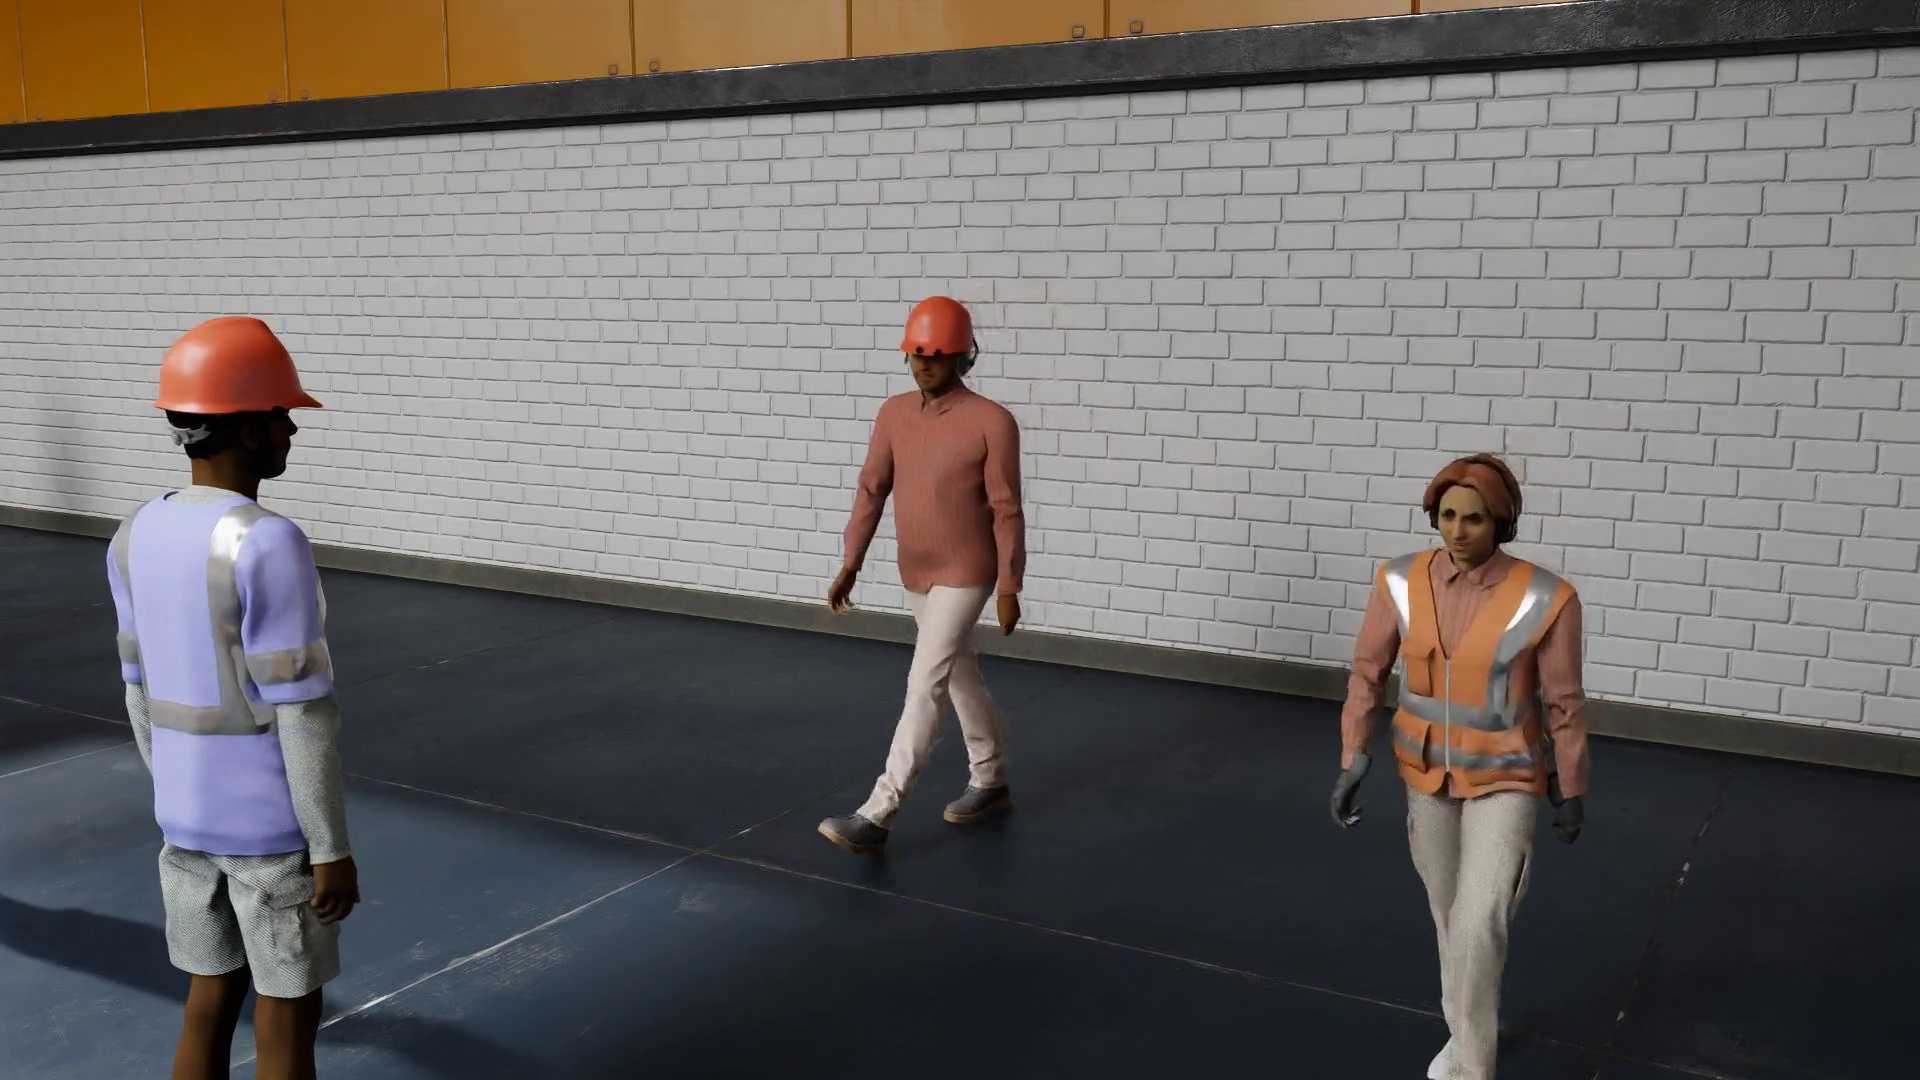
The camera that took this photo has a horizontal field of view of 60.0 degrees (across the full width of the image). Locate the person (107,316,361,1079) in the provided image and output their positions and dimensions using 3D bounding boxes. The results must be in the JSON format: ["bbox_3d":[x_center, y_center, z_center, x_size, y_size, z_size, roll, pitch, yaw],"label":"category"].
[{"bbox_3d":[-1.395,0.535,3.299,0.543,1.939,0.362,5,11,31],"label":"person"}]

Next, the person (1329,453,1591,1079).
[{"bbox_3d":[1.164,0.601,3.935,0.517,1.605,0.757,8,12,42],"label":"person"}]

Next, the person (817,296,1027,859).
[{"bbox_3d":[-0.137,0.126,5.834,1.056,1.928,0.626,-8,12,-42],"label":"person"}]
